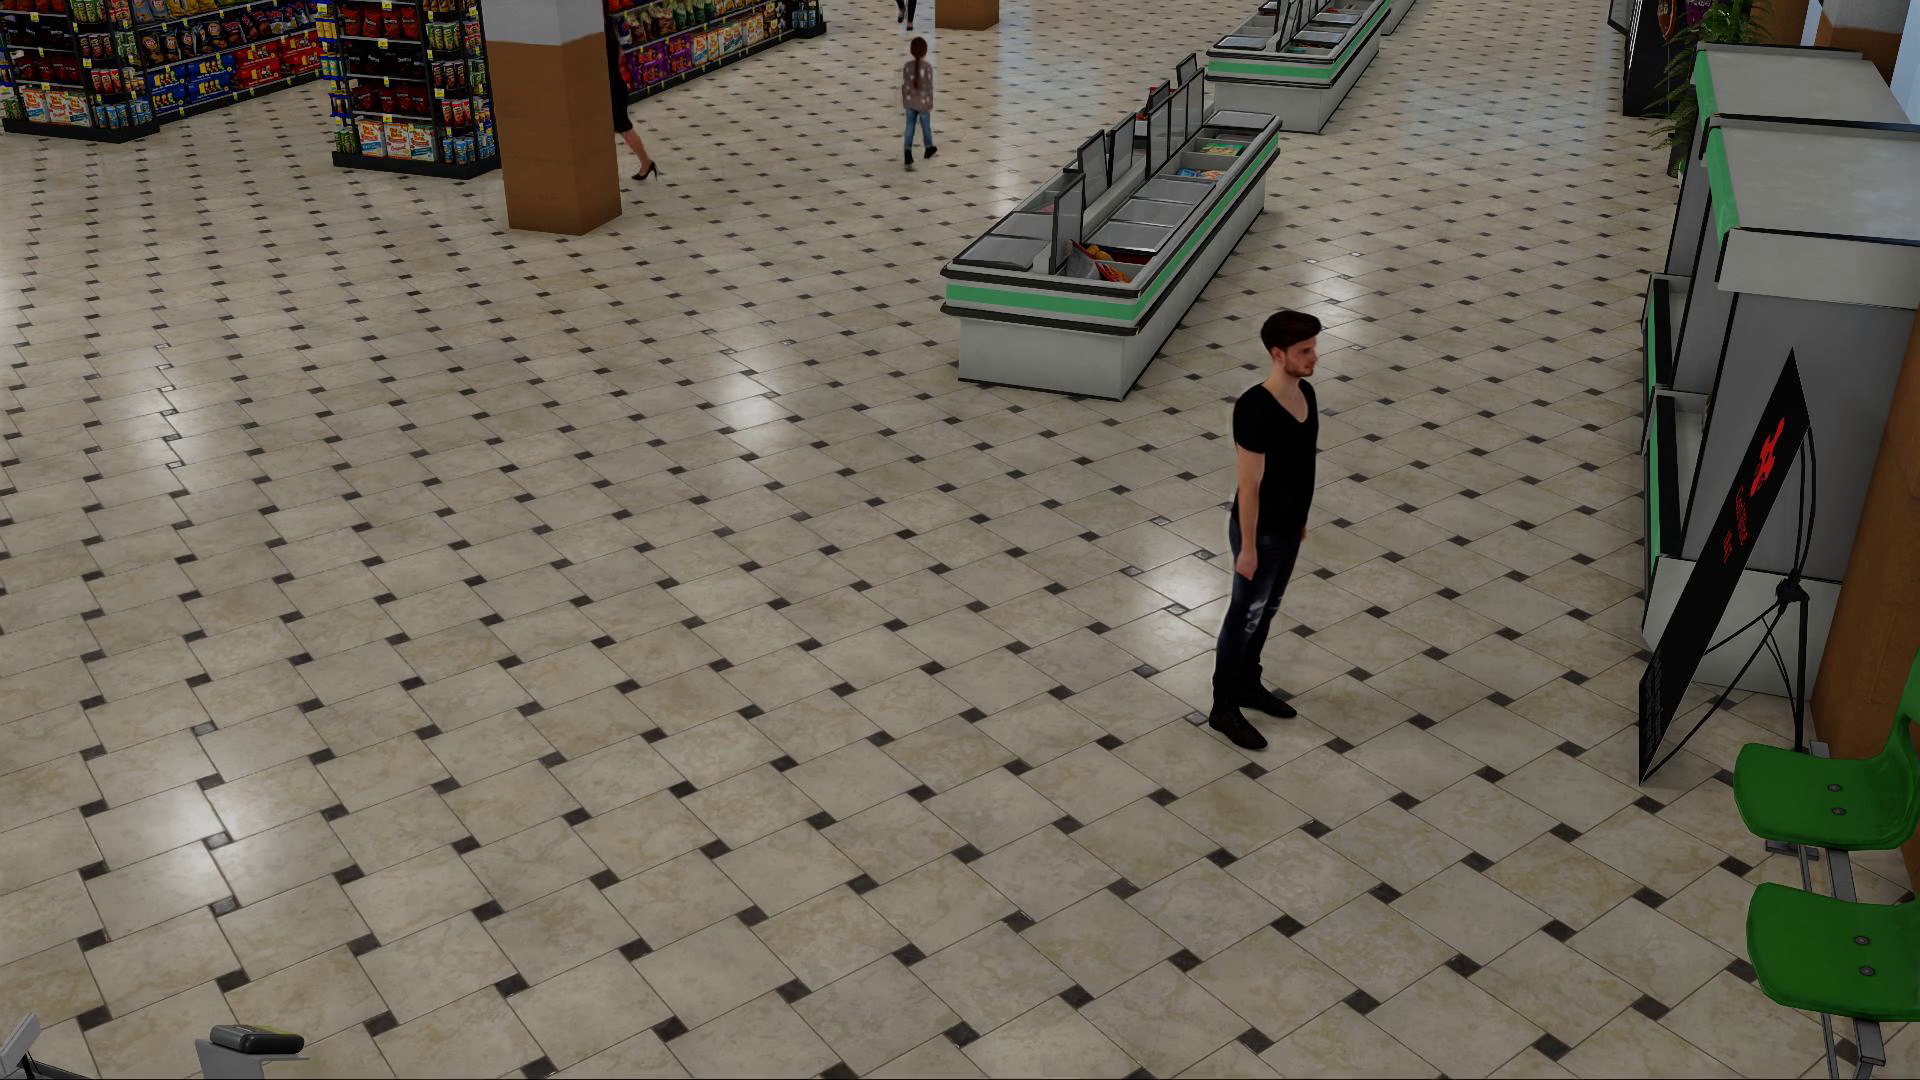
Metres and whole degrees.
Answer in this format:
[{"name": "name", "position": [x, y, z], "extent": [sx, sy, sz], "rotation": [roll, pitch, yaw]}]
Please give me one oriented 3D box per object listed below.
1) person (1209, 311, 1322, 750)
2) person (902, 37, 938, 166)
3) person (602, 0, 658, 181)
[{"name": "person", "position": [1.274, -0.058, 6.926], "extent": [0.798, 1.895, 0.594], "rotation": [18, 32, 32]}, {"name": "person", "position": [-0.426, -4.128, 15.752], "extent": [0.517, 1.169, 0.822], "rotation": [8, 28, 15]}, {"name": "person", "position": [-3.103, -4.014, 15.013], "extent": [1.103, 1.635, 1.121], "rotation": [-5, 27, -10]}]
